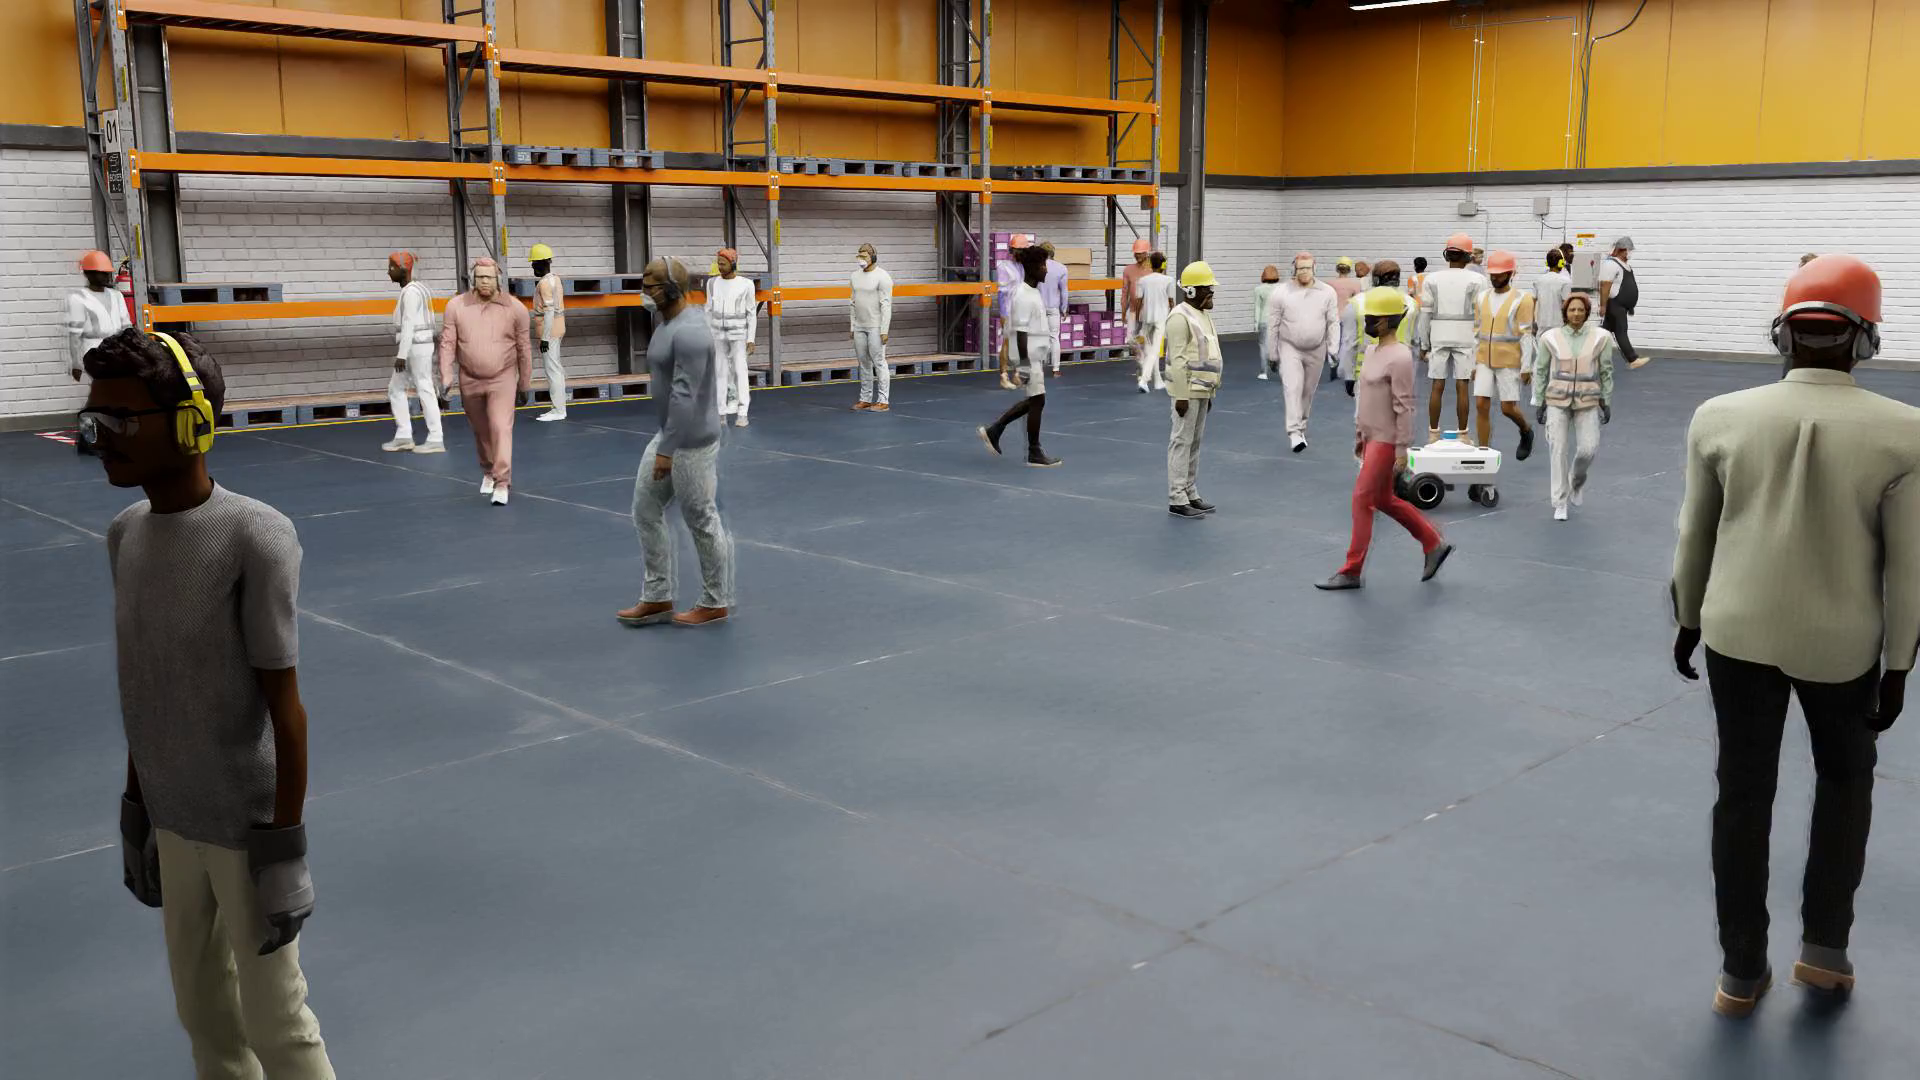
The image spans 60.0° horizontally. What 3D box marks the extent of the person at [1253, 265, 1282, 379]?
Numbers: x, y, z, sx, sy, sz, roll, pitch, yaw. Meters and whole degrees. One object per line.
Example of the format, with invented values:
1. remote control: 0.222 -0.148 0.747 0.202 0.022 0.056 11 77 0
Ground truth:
1. person: 4.365 -3.037 23.290 0.505 1.615 0.577 -2 11 -8

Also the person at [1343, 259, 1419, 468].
1. person: 3.353 -1.312 13.264 0.623 1.834 0.465 0 10 -2

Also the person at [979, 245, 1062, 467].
1. person: 0.543 -1.610 14.590 0.666 1.943 0.625 2 11 8

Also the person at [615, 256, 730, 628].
1. person: -1.517 -0.475 8.471 0.706 1.915 0.642 -5 12 -27

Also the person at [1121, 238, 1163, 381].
1. person: 2.539 -3.199 23.161 0.658 1.974 0.509 5 12 27

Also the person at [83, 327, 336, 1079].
1. person: -1.390 0.546 3.081 0.518 1.862 0.341 6 12 30

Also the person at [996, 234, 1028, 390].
1. person: 0.756 -2.997 21.888 0.609 2.040 0.394 -9 14 -40

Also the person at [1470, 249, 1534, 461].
1. person: 4.707 -1.549 14.374 0.757 1.909 0.542 -9 14 -41

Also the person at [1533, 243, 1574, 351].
1. person: 9.435 -3.740 26.314 0.598 1.901 0.620 8 13 37

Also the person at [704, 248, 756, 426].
1. person: -2.448 -2.147 17.676 0.573 1.885 0.357 3 11 17

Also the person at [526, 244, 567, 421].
1. person: -4.510 -2.256 18.161 0.381 1.922 0.594 -1 10 -5

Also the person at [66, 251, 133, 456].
1. person: -7.757 -1.672 15.110 1.039 1.882 0.552 3 11 17

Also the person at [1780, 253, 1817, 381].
1. person: 10.463 -2.602 20.395 0.514 1.812 0.924 -4 11 -23

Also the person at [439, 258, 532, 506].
1. person: -3.623 -1.225 12.751 0.654 1.859 1.005 -1 10 -4

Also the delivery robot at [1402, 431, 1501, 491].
1. delivery robot: 3.672 -0.576 12.482 0.707 0.478 0.477 0 10 -2

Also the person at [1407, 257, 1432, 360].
1. person: 7.496 -3.789 27.226 0.544 1.663 0.742 -3 11 -16

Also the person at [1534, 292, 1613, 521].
1. person: 4.381 -0.964 11.911 0.533 1.625 0.461 3 11 16

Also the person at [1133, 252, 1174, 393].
1. person: 2.512 -2.823 21.567 0.482 1.818 1.001 7 12 34

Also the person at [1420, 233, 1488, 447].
1. person: 4.672 -1.872 15.749 0.614 2.040 0.390 5 12 27

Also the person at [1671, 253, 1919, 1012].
1. person: 2.188 0.250 4.376 0.622 1.973 0.582 7 12 32

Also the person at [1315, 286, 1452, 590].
1. person: 2.465 -0.581 9.511 0.801 1.737 0.528 -1 10 -6

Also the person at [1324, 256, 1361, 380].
1. person: 5.309 -3.098 23.254 0.542 1.735 0.773 2 11 11

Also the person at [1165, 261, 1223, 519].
1. person: 1.687 -1.078 11.988 0.403 1.835 0.586 5 12 25

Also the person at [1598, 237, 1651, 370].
1. person: 10.058 -3.610 25.228 1.013 2.000 0.714 9 13 39

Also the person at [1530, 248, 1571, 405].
1. person: 7.021 -2.520 19.753 0.316 1.870 0.531 -9 14 -40

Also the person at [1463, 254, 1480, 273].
1. person: 8.393 -3.966 27.834 0.782 1.790 0.618 8 13 38

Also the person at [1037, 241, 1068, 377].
1. person: 1.222 -3.284 23.727 0.638 1.938 0.356 -1 10 -3

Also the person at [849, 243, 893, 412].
1. person: -1.031 -2.437 19.153 0.622 1.932 0.368 10 14 44

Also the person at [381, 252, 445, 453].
1. person: -5.148 -1.720 15.404 0.699 1.861 0.599 -5 12 -25

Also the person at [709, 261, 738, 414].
1. person: -2.686 -2.273 18.783 0.496 1.724 0.433 10 14 43

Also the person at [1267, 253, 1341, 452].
1. person: 3.250 -1.766 15.694 0.641 1.853 0.979 -1 10 -3

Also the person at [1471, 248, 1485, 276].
1. person: 8.790 -4.092 28.504 0.626 1.822 0.638 6 12 31

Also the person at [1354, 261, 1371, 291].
1. person: 6.820 -3.857 27.796 0.763 1.598 0.514 5 12 27
